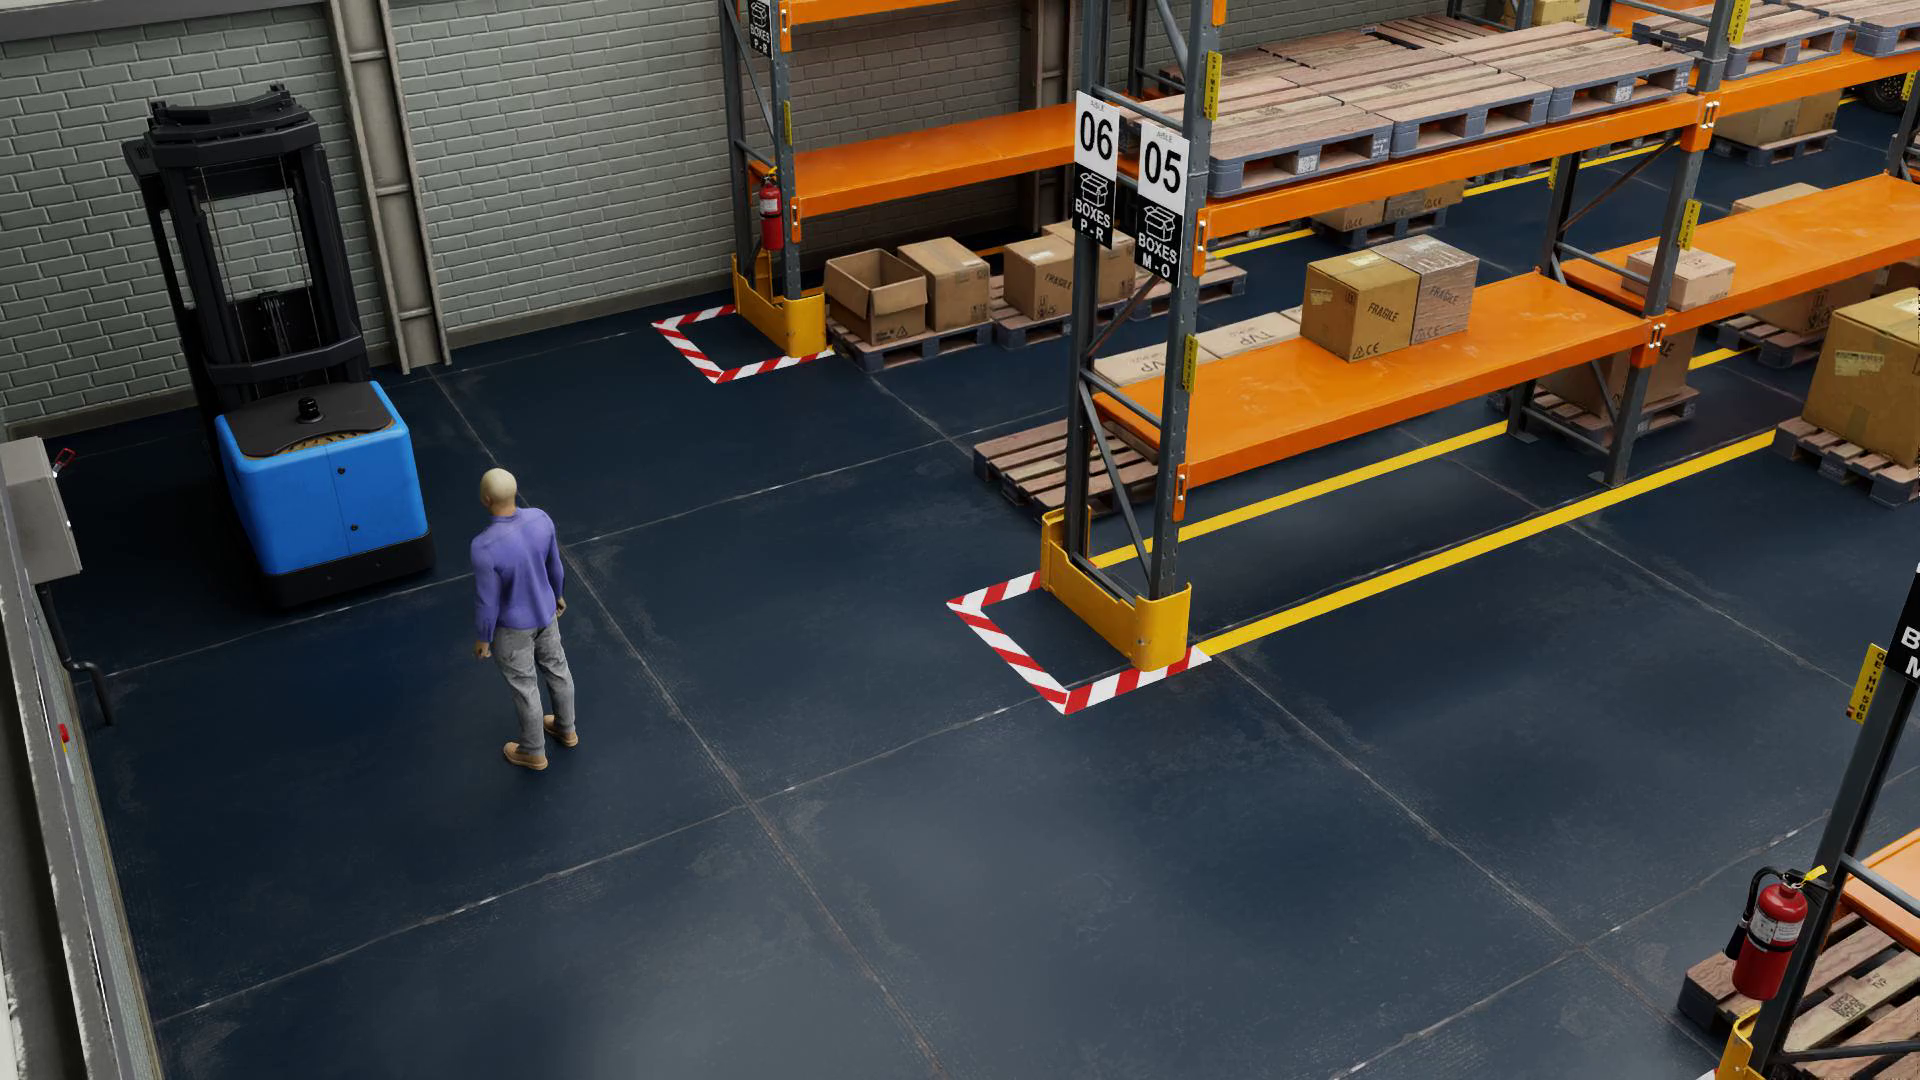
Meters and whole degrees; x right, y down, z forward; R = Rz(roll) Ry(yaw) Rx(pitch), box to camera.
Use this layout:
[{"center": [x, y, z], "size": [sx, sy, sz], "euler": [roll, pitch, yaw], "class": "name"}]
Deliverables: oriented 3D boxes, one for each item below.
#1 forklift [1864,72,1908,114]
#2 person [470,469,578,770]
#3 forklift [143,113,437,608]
[{"center": [11.468, -5.645, 18.244], "size": [1.214, 2.155, 2.313], "euler": [-17, 36, -26], "class": "forklift"}, {"center": [-2.301, 0.422, 8.804], "size": [0.395, 1.799, 0.584], "euler": [21, 37, 30], "class": "person"}, {"center": [-4.289, -1.259, 10.509], "size": [1.129, 2.768, 1.873], "euler": [-17, 36, -26], "class": "forklift"}]
